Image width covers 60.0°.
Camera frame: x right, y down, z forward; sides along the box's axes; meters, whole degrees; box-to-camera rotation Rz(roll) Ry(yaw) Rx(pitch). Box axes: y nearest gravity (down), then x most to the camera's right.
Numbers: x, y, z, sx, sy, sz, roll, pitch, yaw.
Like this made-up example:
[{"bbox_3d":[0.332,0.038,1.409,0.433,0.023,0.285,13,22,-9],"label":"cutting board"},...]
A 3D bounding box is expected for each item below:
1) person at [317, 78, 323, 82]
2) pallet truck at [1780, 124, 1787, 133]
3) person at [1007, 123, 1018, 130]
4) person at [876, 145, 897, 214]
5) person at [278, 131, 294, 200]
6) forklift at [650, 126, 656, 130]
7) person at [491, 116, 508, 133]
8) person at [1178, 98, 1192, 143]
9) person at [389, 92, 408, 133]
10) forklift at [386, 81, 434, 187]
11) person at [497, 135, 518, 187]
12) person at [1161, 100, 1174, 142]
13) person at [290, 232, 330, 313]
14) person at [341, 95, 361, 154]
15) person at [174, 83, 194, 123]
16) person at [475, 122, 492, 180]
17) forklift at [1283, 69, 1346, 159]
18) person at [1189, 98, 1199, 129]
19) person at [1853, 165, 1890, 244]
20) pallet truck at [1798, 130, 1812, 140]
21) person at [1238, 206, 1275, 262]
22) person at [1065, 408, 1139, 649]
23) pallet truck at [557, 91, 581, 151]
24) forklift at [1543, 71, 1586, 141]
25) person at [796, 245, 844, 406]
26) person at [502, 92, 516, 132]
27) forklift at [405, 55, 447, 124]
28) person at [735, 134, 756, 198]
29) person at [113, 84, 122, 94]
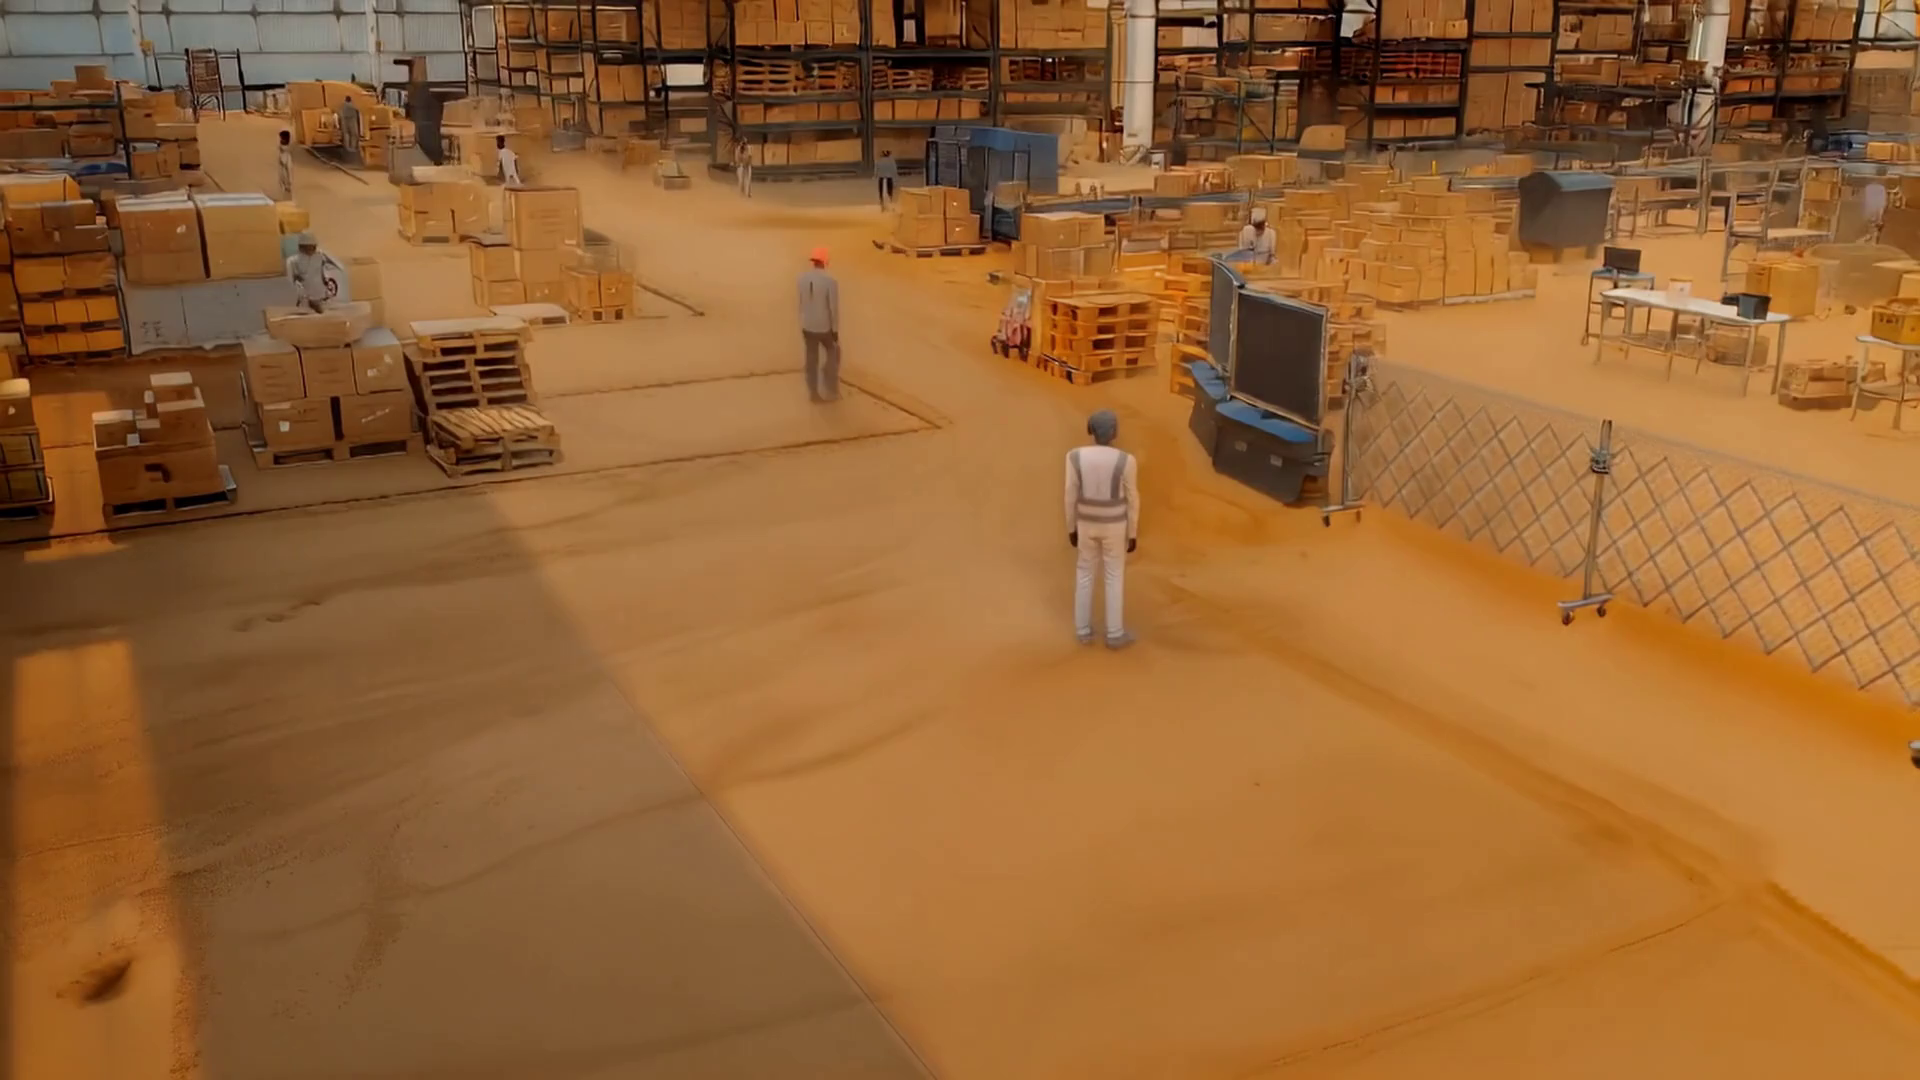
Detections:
[{"bbox_3d":[-26.376,-18.084,68.736,0.553,1.933,0.368,12,21,33],"label":"person"},{"bbox_3d":[25.206,-12.542,52.601,1.601,1.201,0.680,0,18,-2],"label":"pallet truck"},{"bbox_3d":[1.326,-9.699,42.600,0.479,1.923,0.556,-11,21,-31],"label":"person"},{"bbox_3d":[-1.747,-8.641,39.820,0.507,1.618,0.523,2,18,7],"label":"person"},{"bbox_3d":[-15.986,-8.714,39.501,0.394,1.958,0.599,-7,19,-22],"label":"person"},{"bbox_3d":[-12.160,-17.999,66.948,1.129,2.768,1.873,-9,20,-26],"label":"forklift"},{"bbox_3d":[-13.655,-11.786,49.550,0.537,1.645,0.872,0,18,0],"label":"person"},{"bbox_3d":[7.450,-13.712,54.977,0.906,2.011,0.615,9,20,27],"label":"person"},{"bbox_3d":[-19.677,-14.741,58.340,0.596,1.918,0.385,-3,18,-10],"label":"person"},{"bbox_3d":[-14.730,-11.128,45.527,1.873,2.768,1.129,-9,20,-26],"label":"forklift"},{"bbox_3d":[-10.749,-8.676,39.566,0.478,1.845,0.519,8,19,23],"label":"person"},{"bbox_3d":[7.108,-13.991,56.278,0.520,1.741,0.667,-14,22,-36],"label":"person"},{"bbox_3d":[-9.157,-3.478,23.510,0.487,1.744,0.313,-13,22,-34],"label":"person"},{"bbox_3d":[-20.481,-13.988,55.959,0.635,1.939,0.362,9,20,26],"label":"person"},{"bbox_3d":[-30.411,-16.902,65.068,1.049,1.940,0.629,15,23,39],"label":"person"},{"bbox_3d":[-13.565,-11.109,47.492,0.532,1.622,0.444,-2,18,-7],"label":"person"},{"bbox_3d":[11.615,-13.871,54.079,1.129,2.768,1.873,-9,20,-27],"label":"forklift"},{"bbox_3d":[9.295,-17.271,66.379,0.528,1.827,0.644,-7,19,-21],"label":"person"},{"bbox_3d":[17.176,-6.107,31.434,0.739,1.916,0.552,-3,18,-8],"label":"person"},{"bbox_3d":[25.526,-11.556,49.408,1.630,1.274,0.653,-9,20,-26],"label":"pallet truck"},{"bbox_3d":[4.586,-4.247,25.763,0.588,1.834,0.403,-1,18,-4],"label":"person"},{"bbox_3d":[1.082,-0.083,12.700,0.575,1.885,0.355,6,19,19],"label":"person"},{"bbox_3d":[-13.495,-14.412,57.188,0.823,1.965,1.885,-3,18,-9],"label":"pallet truck"},{"bbox_3d":[18.685,-13.231,52.085,1.873,2.768,1.129,-9,20,-26],"label":"forklift"},{"bbox_3d":[-1.714,-2.658,20.588,0.617,1.975,0.597,8,19,24],"label":"person"},{"bbox_3d":[-16.394,-15.257,60.139,0.897,1.808,0.623,-5,18,-15],"label":"person"},{"bbox_3d":[-22.693,-19.038,70.187,1.873,2.768,1.129,-9,20,-26],"label":"forklift"},{"bbox_3d":[-5.513,-9.606,42.796,0.539,1.620,0.415,-5,19,-16],"label":"person"},{"bbox_3d":[-32.794,-16.856,64.985,0.829,1.886,0.645,-14,22,-37],"label":"person"}]
